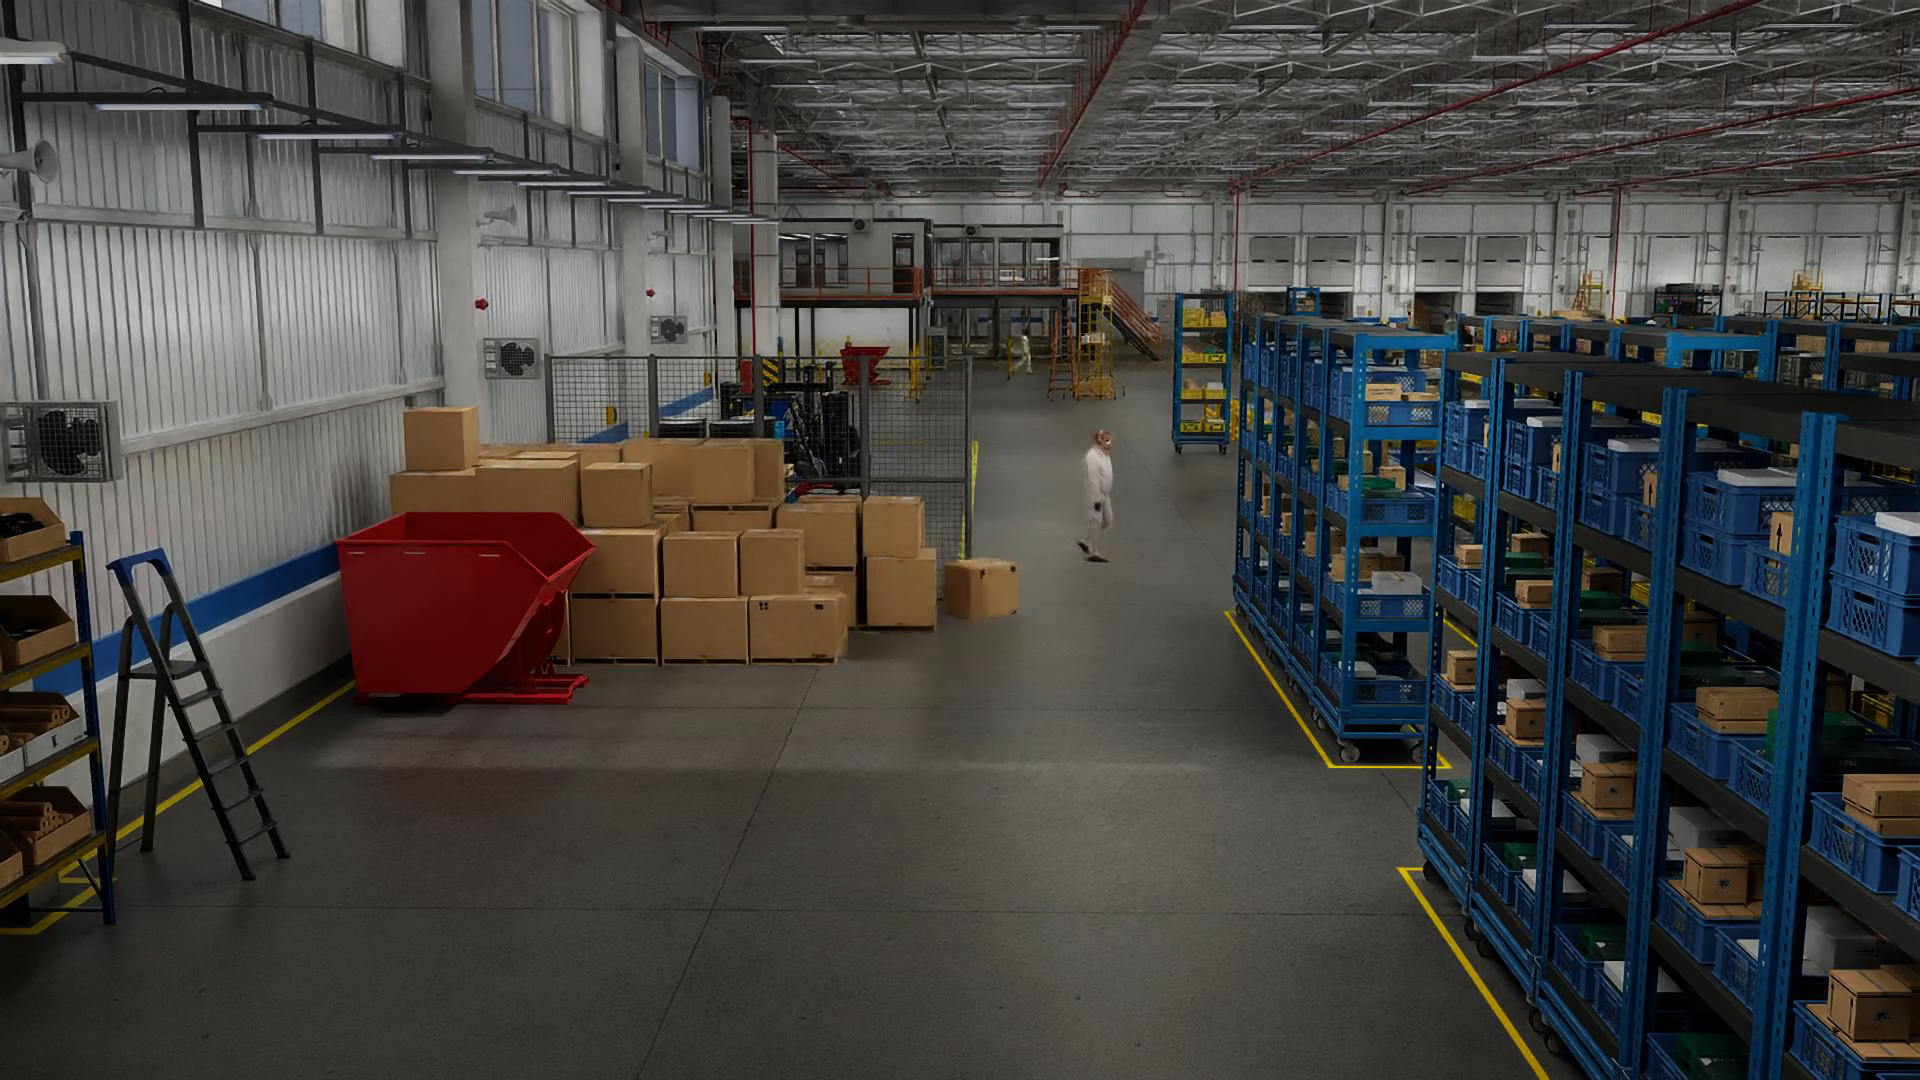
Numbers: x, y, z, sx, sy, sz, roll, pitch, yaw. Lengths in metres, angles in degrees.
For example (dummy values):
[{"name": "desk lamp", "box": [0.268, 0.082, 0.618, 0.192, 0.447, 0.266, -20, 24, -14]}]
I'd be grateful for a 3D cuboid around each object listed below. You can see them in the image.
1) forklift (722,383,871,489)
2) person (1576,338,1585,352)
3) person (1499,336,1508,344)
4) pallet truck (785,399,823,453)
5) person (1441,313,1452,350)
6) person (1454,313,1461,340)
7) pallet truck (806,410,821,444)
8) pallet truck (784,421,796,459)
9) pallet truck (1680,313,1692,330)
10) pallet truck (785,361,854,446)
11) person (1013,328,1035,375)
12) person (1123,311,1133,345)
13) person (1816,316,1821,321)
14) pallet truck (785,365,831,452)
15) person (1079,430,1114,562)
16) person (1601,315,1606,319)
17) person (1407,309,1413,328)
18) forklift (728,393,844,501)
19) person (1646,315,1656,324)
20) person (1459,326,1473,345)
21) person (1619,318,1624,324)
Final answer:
[{"name": "forklift", "box": [-2.893, -1.687, 28.729, 2.680, 1.987, 1.157, 0, 9, -1]}, {"name": "person", "box": [25.287, -7.734, 67.788, 0.556, 1.734, 0.397, -5, 11, -30]}, {"name": "person", "box": [17.404, -5.531, 53.316, 0.619, 2.029, 0.410, 5, 11, 30]}, {"name": "pallet truck", "box": [-3.814, -2.432, 36.419, 1.630, 1.274, 0.653, 0, 9, 1]}, {"name": "person", "box": [25.133, -10.764, 85.847, 0.399, 1.943, 0.602, -2, 9, -14]}, {"name": "person", "box": [25.789, -10.822, 86.370, 1.013, 1.898, 0.647, 7, 12, 39]}, {"name": "pallet truck", "box": [-3.559, -2.018, 33.905, 1.522, 1.261, 0.704, 0, 9, -1]}, {"name": "pallet truck", "box": [-4.013, -1.793, 32.705, 1.601, 1.201, 0.680, 0, 9, 1]}, {"name": "pallet truck", "box": [36.315, -10.531, 84.244, 0.823, 1.965, 1.885, -6, 11, -33]}, {"name": "pallet truck", "box": [-3.410, -3.193, 38.978, 1.885, 1.965, 0.823, 0, 9, -1]}, {"name": "person", "box": [2.527, -7.415, 65.435, 0.829, 1.861, 0.580, 3, 10, 16]}, {"name": "person", "box": [9.249, -11.671, 91.630, 0.563, 1.878, 0.990, -1, 9, -5]}, {"name": "person", "box": [41.294, -9.799, 80.012, 0.391, 1.911, 0.584, -3, 10, -17]}, {"name": "pallet truck", "box": [-3.774, -2.976, 37.635, 1.885, 1.965, 0.823, 1, 9, 5]}, {"name": "person", "box": [1.940, -0.615, 23.431, 0.436, 1.888, 0.660, 4, 10, 24]}, {"name": "person", "box": [33.270, -10.766, 86.236, 0.462, 1.827, 0.645, 1, 9, 4]}, {"name": "person", "box": [25.598, -12.184, 94.691, 0.395, 1.918, 0.591, 7, 11, 35]}, {"name": "forklift", "box": [-2.979, -1.316, 26.476, 2.680, 1.987, 1.157, 0, 9, 1]}, {"name": "person", "box": [33.844, -10.047, 81.447, 0.373, 1.937, 0.629, -4, 10, -23]}, {"name": "person", "box": [19.744, -7.413, 65.015, 0.382, 1.995, 0.612, -7, 11, -36]}, {"name": "person", "box": [30.866, -9.427, 77.682, 0.586, 1.918, 0.394, 7, 12, 38]}]
